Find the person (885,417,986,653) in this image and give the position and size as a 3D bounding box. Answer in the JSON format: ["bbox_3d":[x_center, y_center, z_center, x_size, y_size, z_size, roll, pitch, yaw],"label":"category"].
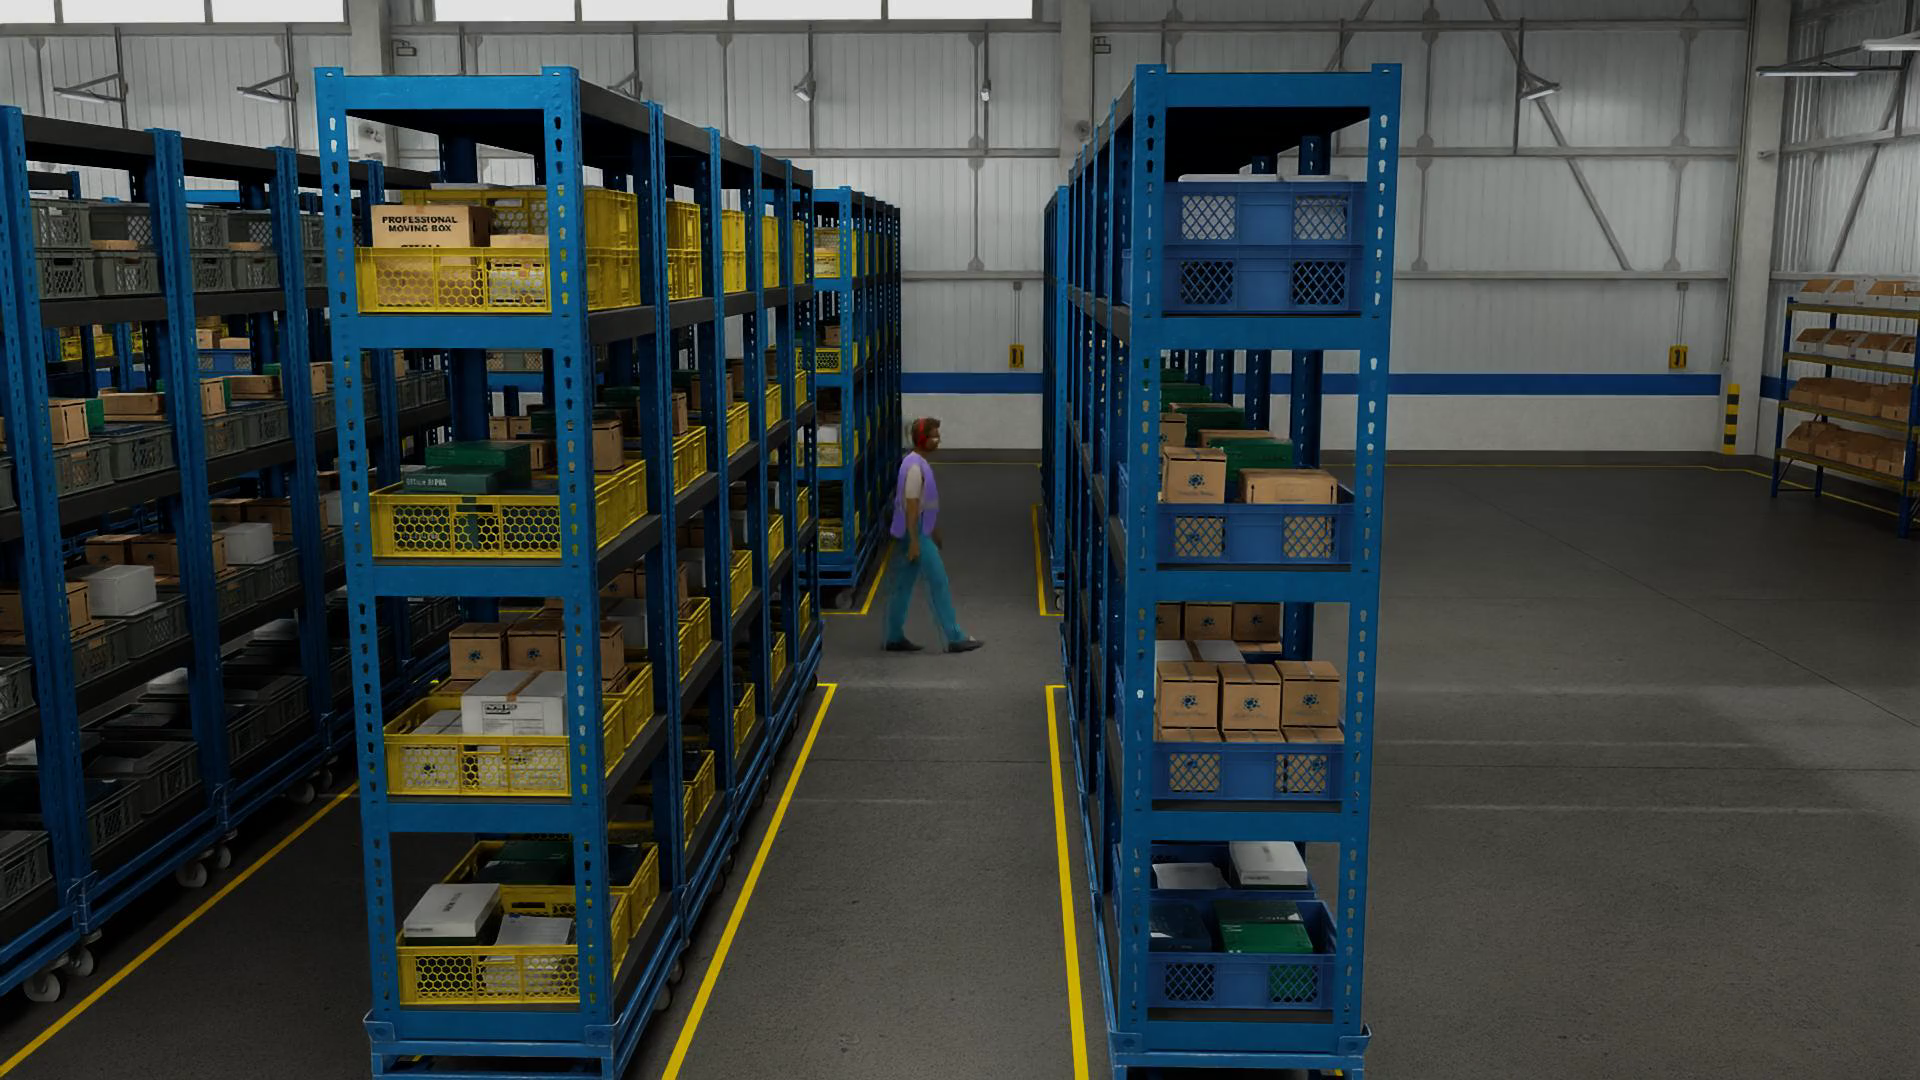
[{"bbox_3d":[-0.186,-0.026,12.681,0.868,1.810,0.589,0,10,-2],"label":"person"}]
